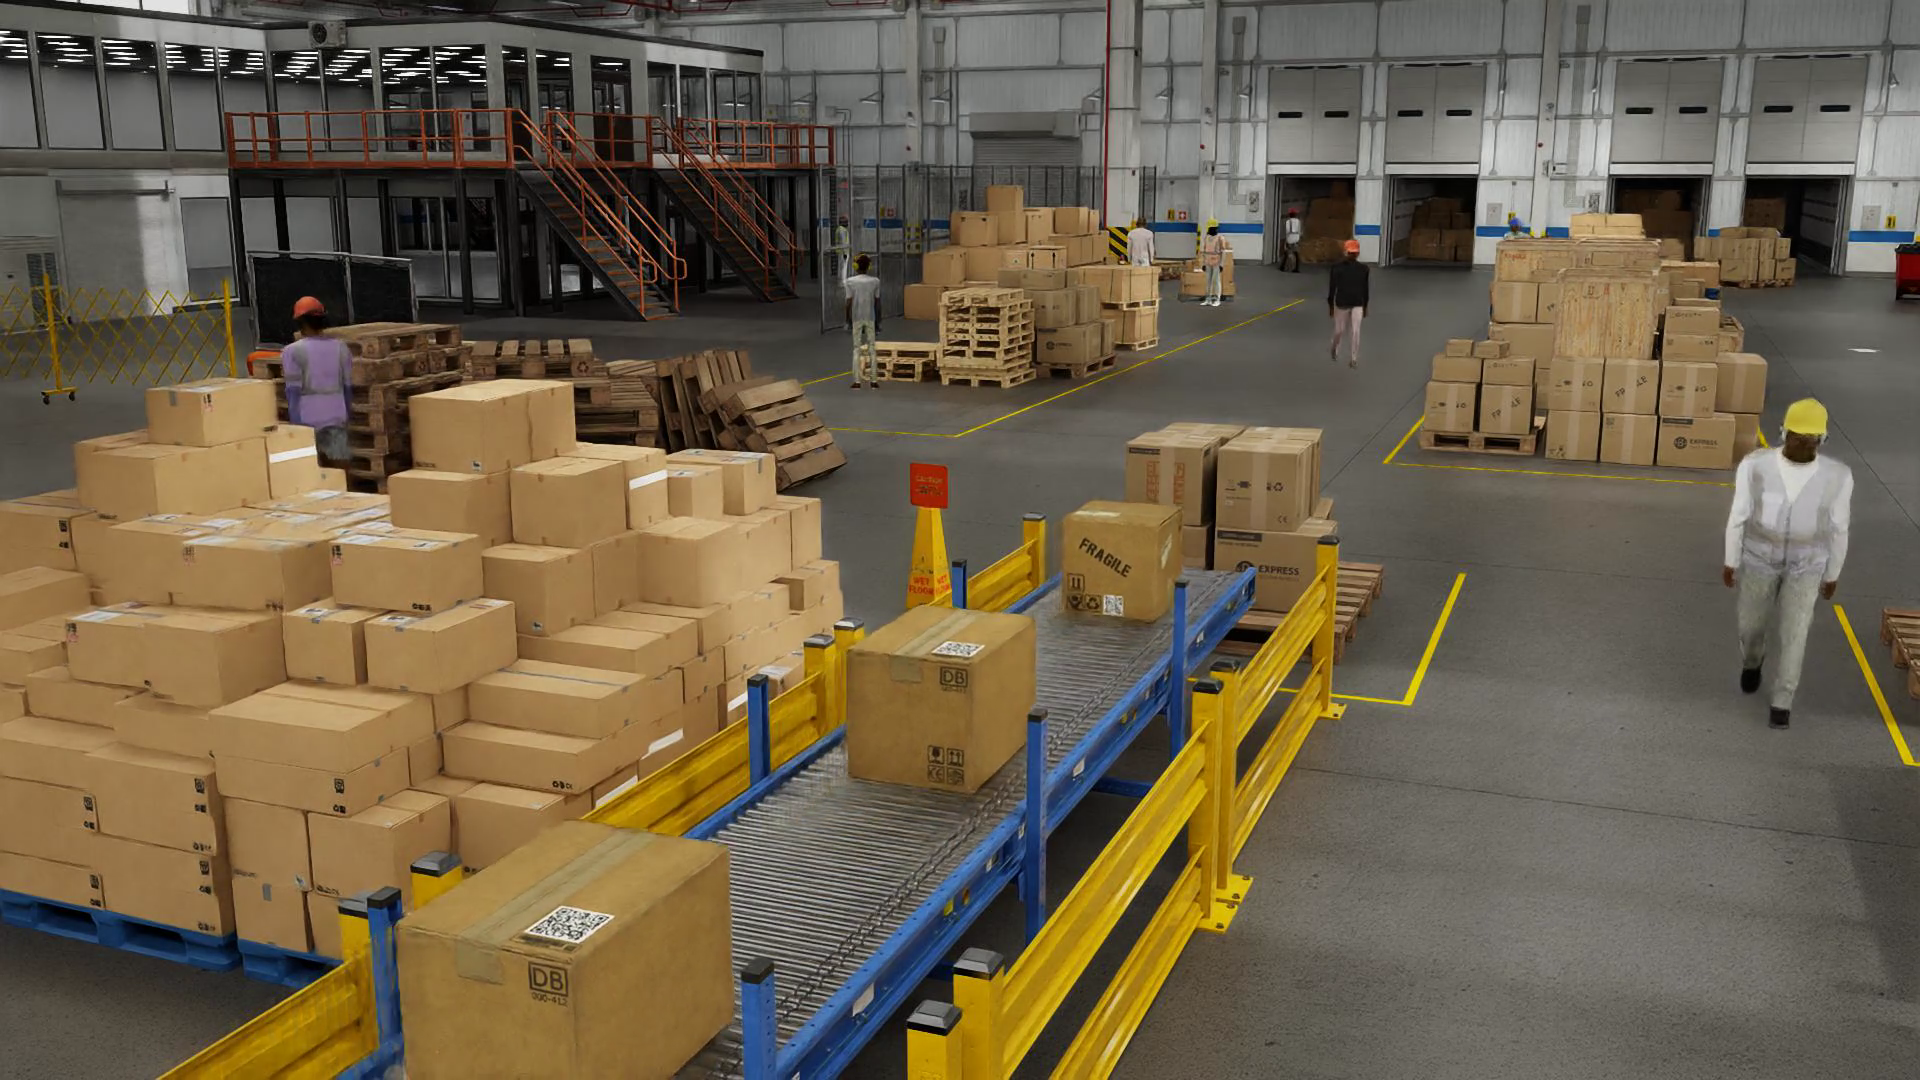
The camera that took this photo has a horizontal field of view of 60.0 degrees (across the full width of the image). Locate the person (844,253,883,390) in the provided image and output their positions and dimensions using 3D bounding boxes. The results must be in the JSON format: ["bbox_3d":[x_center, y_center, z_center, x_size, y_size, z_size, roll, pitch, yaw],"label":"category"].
[{"bbox_3d":[-1.345,-3.012,22.982,0.547,1.871,0.312,-2,13,-10],"label":"person"}]

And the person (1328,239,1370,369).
[{"bbox_3d":[5.955,-3.632,25.541,0.622,1.978,0.639,0,13,0],"label":"person"}]

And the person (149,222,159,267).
[{"bbox_3d":[-22.758,-8.334,46.851,0.646,1.860,0.948,-5,13,-21],"label":"person"}]

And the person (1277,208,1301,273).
[{"bbox_3d":[9.765,-8.826,49.038,0.542,1.877,0.973,-5,13,-21],"label":"person"}]

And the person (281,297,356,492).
[{"bbox_3d":[-5.309,-0.998,13.696,1.047,1.980,0.621,12,17,42],"label":"person"}]

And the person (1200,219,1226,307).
[{"bbox_3d":[5.616,-6.151,36.931,0.388,1.927,0.589,-10,16,-39],"label":"person"}]

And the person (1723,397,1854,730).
[{"bbox_3d":[4.527,0.103,9.128,0.607,1.817,0.561,6,14,26],"label":"person"}]

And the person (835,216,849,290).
[{"bbox_3d":[-2.936,-7.262,42.104,0.429,1.847,0.625,-3,13,-12],"label":"person"}]

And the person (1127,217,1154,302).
[{"bbox_3d":[4.150,-6.458,38.289,0.630,1.935,0.366,4,13,18],"label":"person"}]

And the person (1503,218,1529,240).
[{"bbox_3d":[12.525,-6.286,37.556,0.719,1.922,0.442,7,15,30],"label":"person"}]
